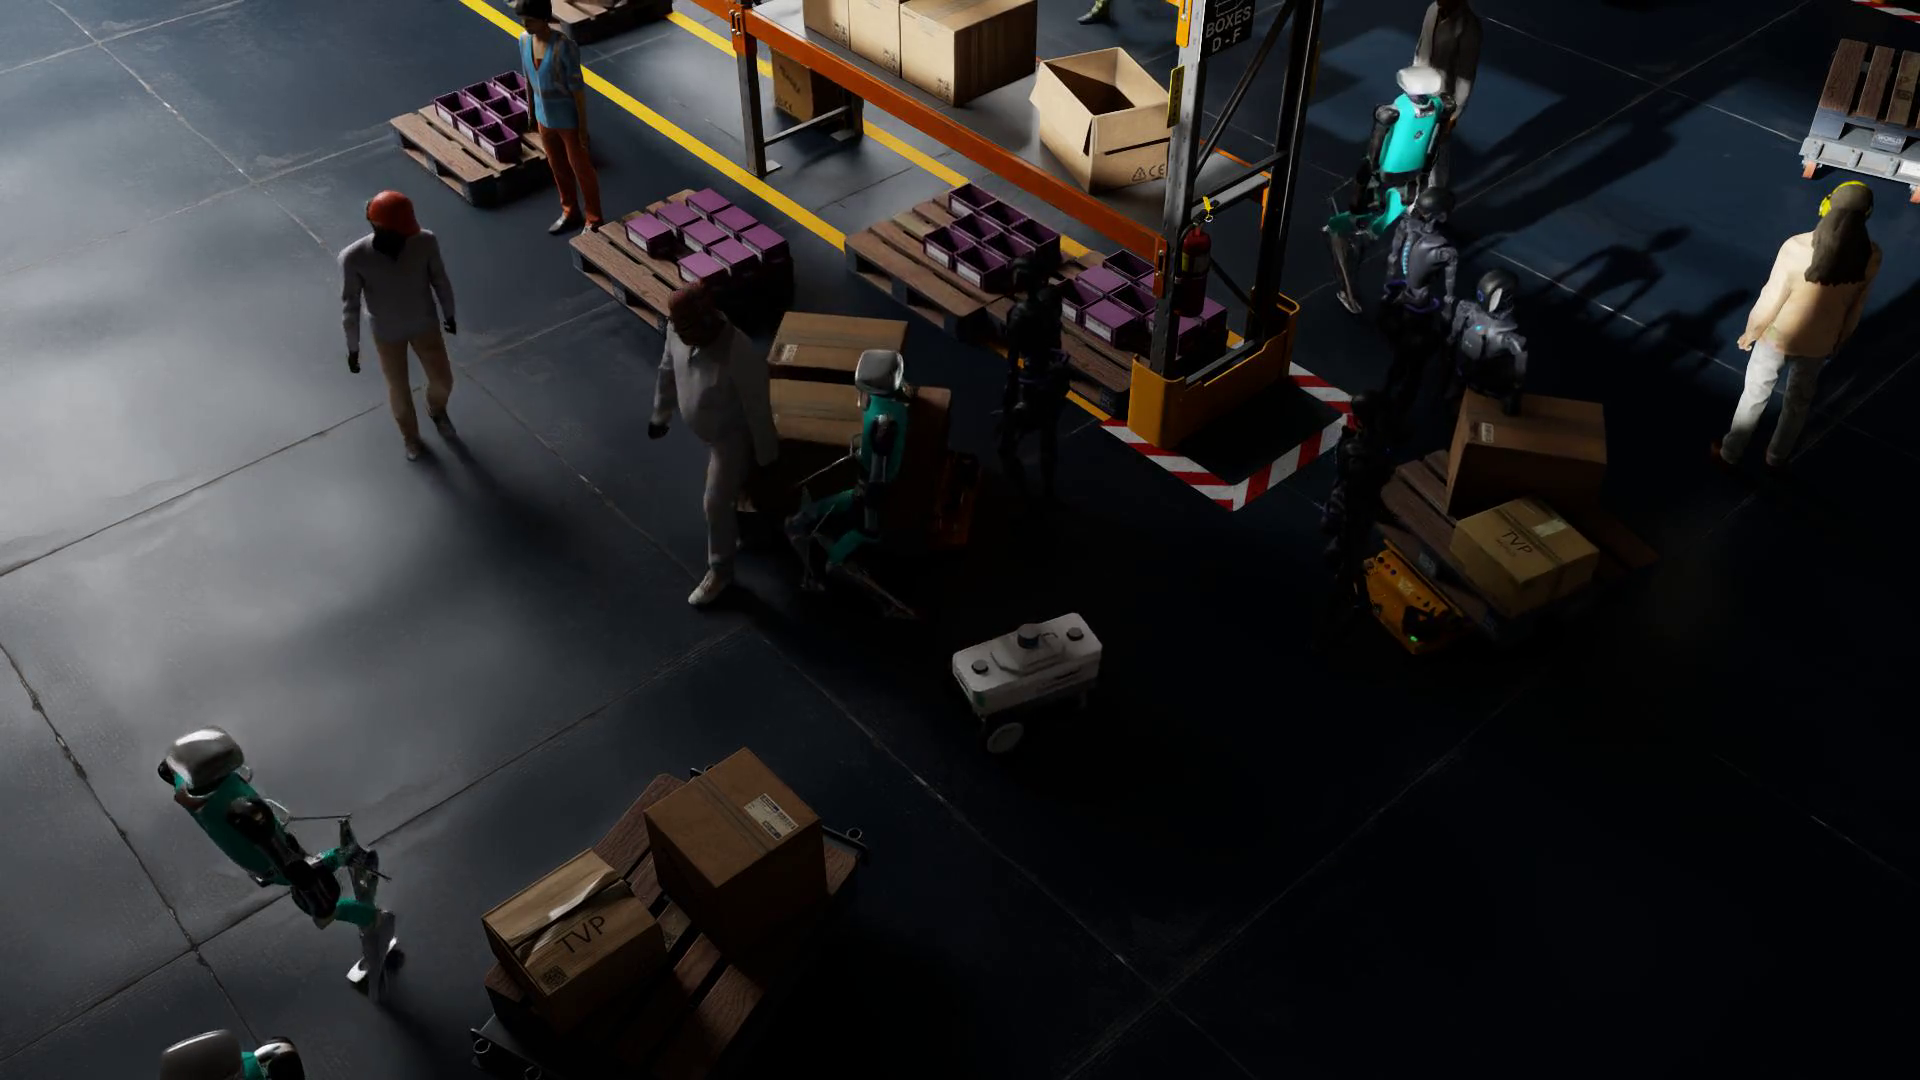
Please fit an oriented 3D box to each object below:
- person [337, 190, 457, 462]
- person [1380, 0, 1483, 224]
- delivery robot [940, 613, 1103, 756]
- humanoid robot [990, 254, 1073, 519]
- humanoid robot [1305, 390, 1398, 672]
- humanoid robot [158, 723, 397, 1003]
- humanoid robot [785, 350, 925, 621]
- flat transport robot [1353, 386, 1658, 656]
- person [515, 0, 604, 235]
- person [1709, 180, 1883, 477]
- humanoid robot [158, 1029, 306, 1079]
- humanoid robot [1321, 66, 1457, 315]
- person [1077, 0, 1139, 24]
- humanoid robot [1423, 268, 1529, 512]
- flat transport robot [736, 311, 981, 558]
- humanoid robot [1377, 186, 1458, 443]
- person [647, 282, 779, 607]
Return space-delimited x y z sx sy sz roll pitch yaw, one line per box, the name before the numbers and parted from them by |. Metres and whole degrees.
person | -3.135 -1.183 9.310 0.663 1.716 0.380 -18 46 -18
person | 3.184 -2.965 11.169 0.363 1.828 0.510 -18 45 -18
delivery robot | 0.301 0.657 8.170 0.768 0.597 0.515 -17 45 -18
humanoid robot | 0.413 -0.811 8.937 0.349 1.647 0.602 22 47 22
humanoid robot | 1.943 -0.075 8.140 0.346 1.651 0.597 17 45 17
humanoid robot | -2.563 1.269 6.677 0.538 1.845 0.789 25 48 24
humanoid robot | -0.640 -0.244 8.290 0.933 1.769 0.575 9 43 10
flat transport robot | 2.828 0.133 8.951 1.431 0.231 0.659 -19 46 -19
person | -2.673 -2.801 11.043 0.499 1.759 0.339 21 47 21
person | 4.597 -1.118 9.125 0.553 1.876 0.409 6 43 6
humanoid robot | -2.157 2.396 5.454 0.553 1.852 0.846 -27 49 -26
humanoid robot | 2.586 -2.170 10.456 0.540 1.899 0.742 -15 45 -15
person | 1.300 -5.119 13.522 0.626 1.807 0.619 -12 44 -12
humanoid robot | 2.796 -0.736 8.854 0.404 1.642 0.595 -22 47 -22
flat transport robot | -0.630 -0.274 9.393 1.431 0.231 0.659 6 43 6
humanoid robot | 2.599 -1.270 9.430 0.377 1.644 0.589 -20 46 -20
person | -1.278 -0.521 8.482 0.798 1.868 0.700 -29 50 -28
